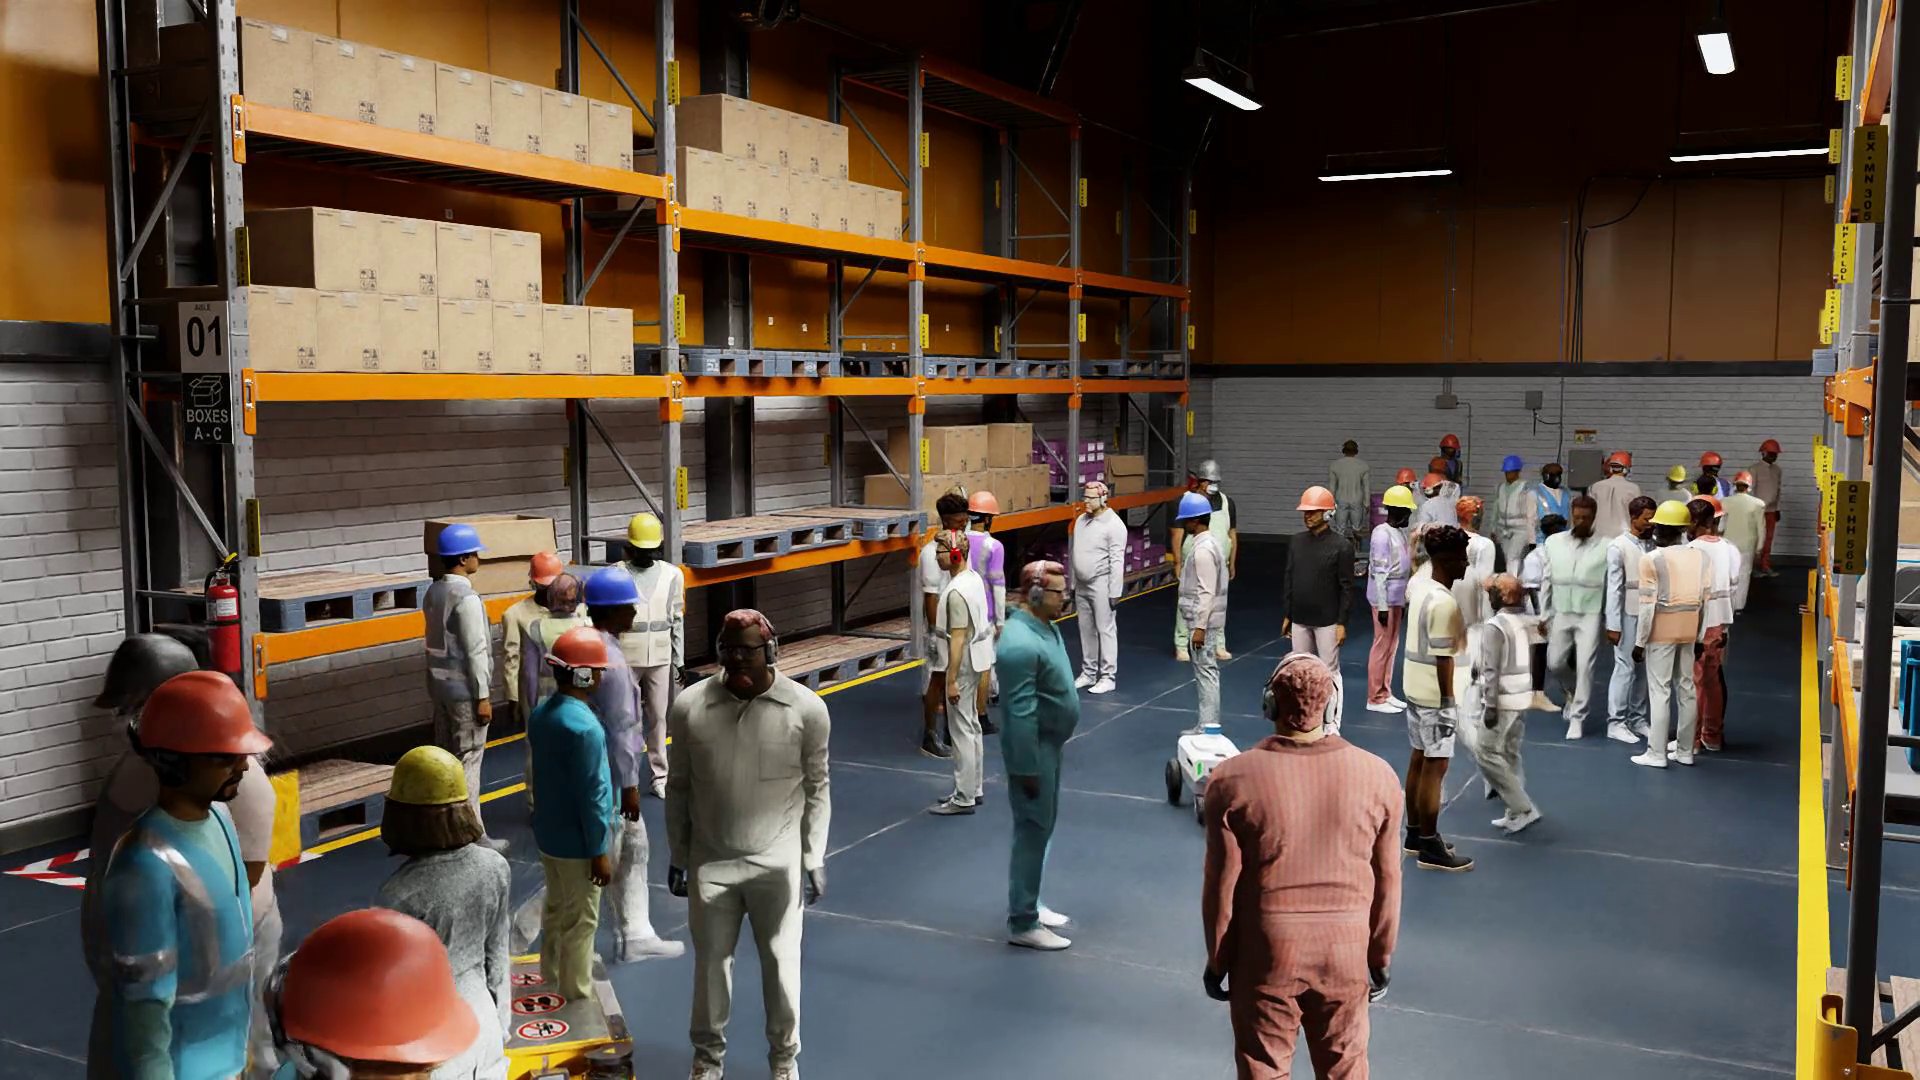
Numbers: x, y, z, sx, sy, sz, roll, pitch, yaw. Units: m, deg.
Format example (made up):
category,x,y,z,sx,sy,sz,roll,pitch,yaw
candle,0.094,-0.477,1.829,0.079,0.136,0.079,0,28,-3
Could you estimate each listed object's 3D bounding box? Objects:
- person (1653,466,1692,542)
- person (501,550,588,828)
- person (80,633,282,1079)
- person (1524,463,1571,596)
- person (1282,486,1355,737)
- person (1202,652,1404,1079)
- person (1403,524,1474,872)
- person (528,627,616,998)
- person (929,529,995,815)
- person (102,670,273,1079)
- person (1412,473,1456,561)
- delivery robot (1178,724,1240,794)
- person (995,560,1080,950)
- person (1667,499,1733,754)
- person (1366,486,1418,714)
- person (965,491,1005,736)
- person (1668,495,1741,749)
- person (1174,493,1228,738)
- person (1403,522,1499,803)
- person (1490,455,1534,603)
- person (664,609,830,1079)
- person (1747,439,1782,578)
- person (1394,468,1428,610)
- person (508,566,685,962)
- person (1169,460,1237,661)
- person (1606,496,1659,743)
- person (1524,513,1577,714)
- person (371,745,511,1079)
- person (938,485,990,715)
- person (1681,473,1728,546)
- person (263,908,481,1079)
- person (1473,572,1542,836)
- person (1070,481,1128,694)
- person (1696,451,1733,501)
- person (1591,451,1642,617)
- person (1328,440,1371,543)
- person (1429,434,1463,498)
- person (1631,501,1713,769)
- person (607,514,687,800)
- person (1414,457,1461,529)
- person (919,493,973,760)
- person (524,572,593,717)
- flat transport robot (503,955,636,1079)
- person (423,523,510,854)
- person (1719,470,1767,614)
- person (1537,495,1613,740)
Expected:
category,x,y,z,sx,sy,sz,roll,pitch,yaw
person,9.188,-0.103,21.490,0.363,1.722,0.546,-3,6,-26
person,-2.547,0.925,10.345,0.575,1.736,0.354,-3,6,-32
person,-2.430,1.268,5.028,0.700,2.000,0.895,3,6,27
person,6.972,0.008,19.646,0.627,1.845,0.429,-2,6,-22
person,2.690,0.589,12.581,0.377,1.995,0.612,-5,7,-41
person,1.079,1.307,5.326,0.642,1.909,0.410,0,5,-3
person,2.733,0.886,9.536,0.371,1.966,0.608,0,5,2
person,-1.600,1.234,6.989,0.350,1.743,0.563,-4,6,-35
person,0.018,0.845,10.686,0.394,1.836,0.560,1,5,9
person,-1.967,1.343,4.317,0.414,2.033,0.606,-1,5,-8
person,5.521,0.090,19.354,0.565,1.726,0.446,-5,7,-41
delivery robot,1.623,1.429,10.703,0.477,0.478,0.707,0,5,-2
person,0.384,1.046,8.192,0.401,1.900,0.713,1,5,10
person,5.554,0.647,12.454,0.594,1.907,0.412,-4,7,-36
person,3.636,0.499,13.989,0.395,1.919,0.582,3,6,33
person,0.138,0.578,13.097,0.548,1.925,0.391,4,7,35
person,5.651,0.616,12.650,0.369,1.929,0.542,-1,5,-13
person,1.818,0.616,12.594,0.412,1.936,0.609,1,5,11
person,3.210,0.819,10.869,0.664,1.868,0.630,-4,7,-39
person,6.937,-0.114,20.697,0.937,1.909,0.638,-3,6,-33
person,-0.819,1.210,6.362,0.636,1.911,0.405,0,5,1
person,11.528,-0.449,23.812,0.616,1.986,0.412,-2,6,-23
person,5.472,-0.009,20.382,0.360,1.743,0.557,-4,6,-34
person,-1.732,1.081,7.716,0.837,1.918,0.617,-2,6,-19
person,2.449,0.198,16.547,0.703,2.000,0.536,-1,5,-12
person,5.214,0.609,12.865,0.598,1.907,0.409,-4,6,-34
person,4.990,0.610,13.988,0.540,1.686,0.362,-1,6,-15
person,-1.472,1.445,4.708,0.324,1.743,0.491,3,6,27
person,0.017,0.513,13.699,0.359,1.938,0.632,-4,7,-35
person,7.884,0.197,17.749,0.535,1.830,0.963,3,6,29
person,-1.026,1.534,2.701,0.831,1.935,0.641,-1,5,-12
person,3.356,1.003,10.128,0.405,1.623,0.547,5,7,42
person,1.211,0.422,14.913,0.400,1.902,0.646,-4,6,-34
person,9.294,-0.131,20.622,0.543,1.941,0.352,-3,6,-26
person,7.701,-0.051,19.536,0.620,1.986,0.408,5,7,43
person,5.870,-0.545,25.081,0.636,1.939,0.363,1,5,11
person,7.248,-0.556,24.741,0.603,2.034,0.417,-3,6,-29
person,5.101,0.680,11.957,0.594,1.928,0.365,-2,6,-17
person,-2.077,0.781,10.929,0.586,1.917,0.380,-3,6,-28
person,6.024,-0.129,21.013,0.587,1.852,0.862,2,6,22
person,-0.074,0.626,12.341,0.361,1.964,0.611,3,6,27
person,-2.326,1.013,9.899,0.513,1.642,0.311,0,5,-2
flat transport robot,-1.755,1.974,6.846,0.652,0.197,1.431,-2,6,-19
person,-2.924,0.875,9.744,0.381,1.951,0.605,-5,7,-42
person,9.355,0.035,19.935,0.570,1.735,0.408,4,7,38
person,4.862,0.588,13.040,0.615,1.904,0.609,4,7,35
